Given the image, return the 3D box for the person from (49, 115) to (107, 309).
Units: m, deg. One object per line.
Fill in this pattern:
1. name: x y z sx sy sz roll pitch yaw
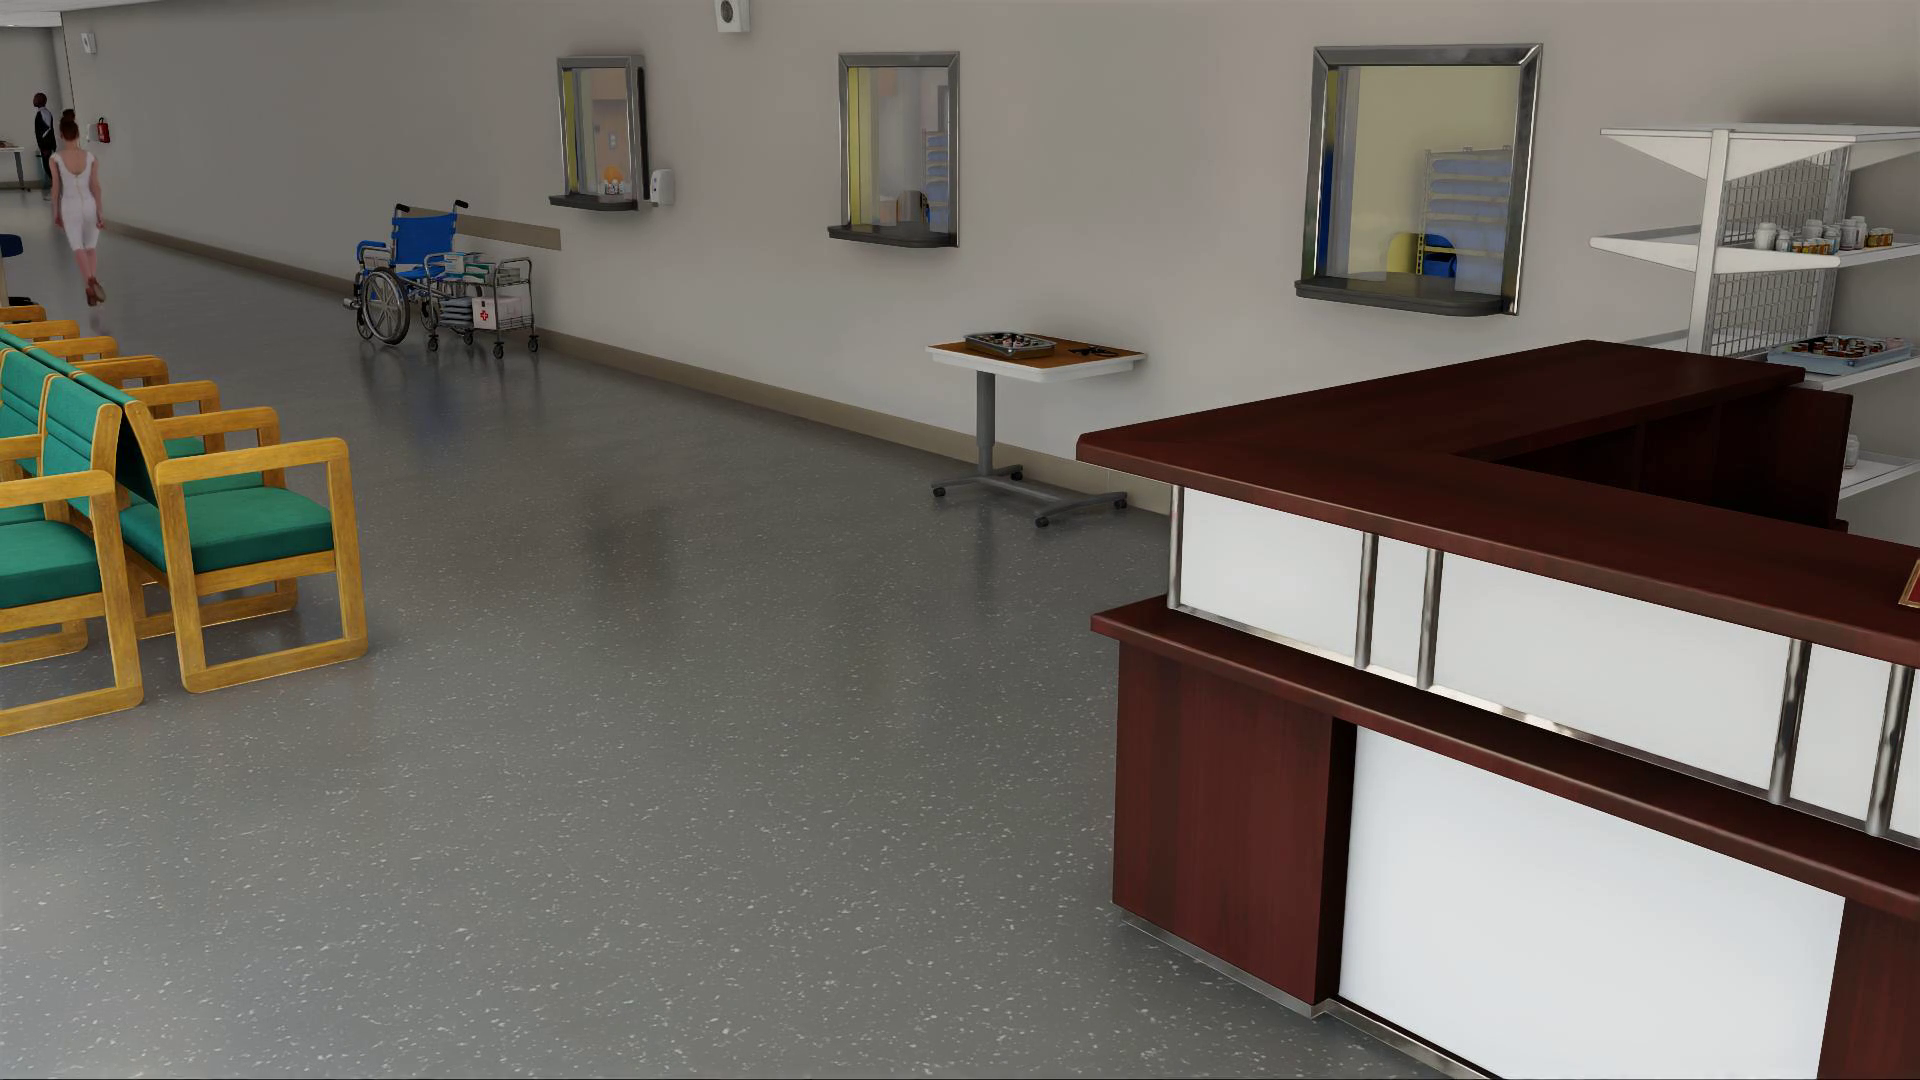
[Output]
1. person: -8.012 -2.924 15.164 1.113 1.754 0.777 -9 18 -30

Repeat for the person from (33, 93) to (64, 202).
1. person: -15.936 -6.879 29.069 0.592 1.821 0.684 -10 18 -31
